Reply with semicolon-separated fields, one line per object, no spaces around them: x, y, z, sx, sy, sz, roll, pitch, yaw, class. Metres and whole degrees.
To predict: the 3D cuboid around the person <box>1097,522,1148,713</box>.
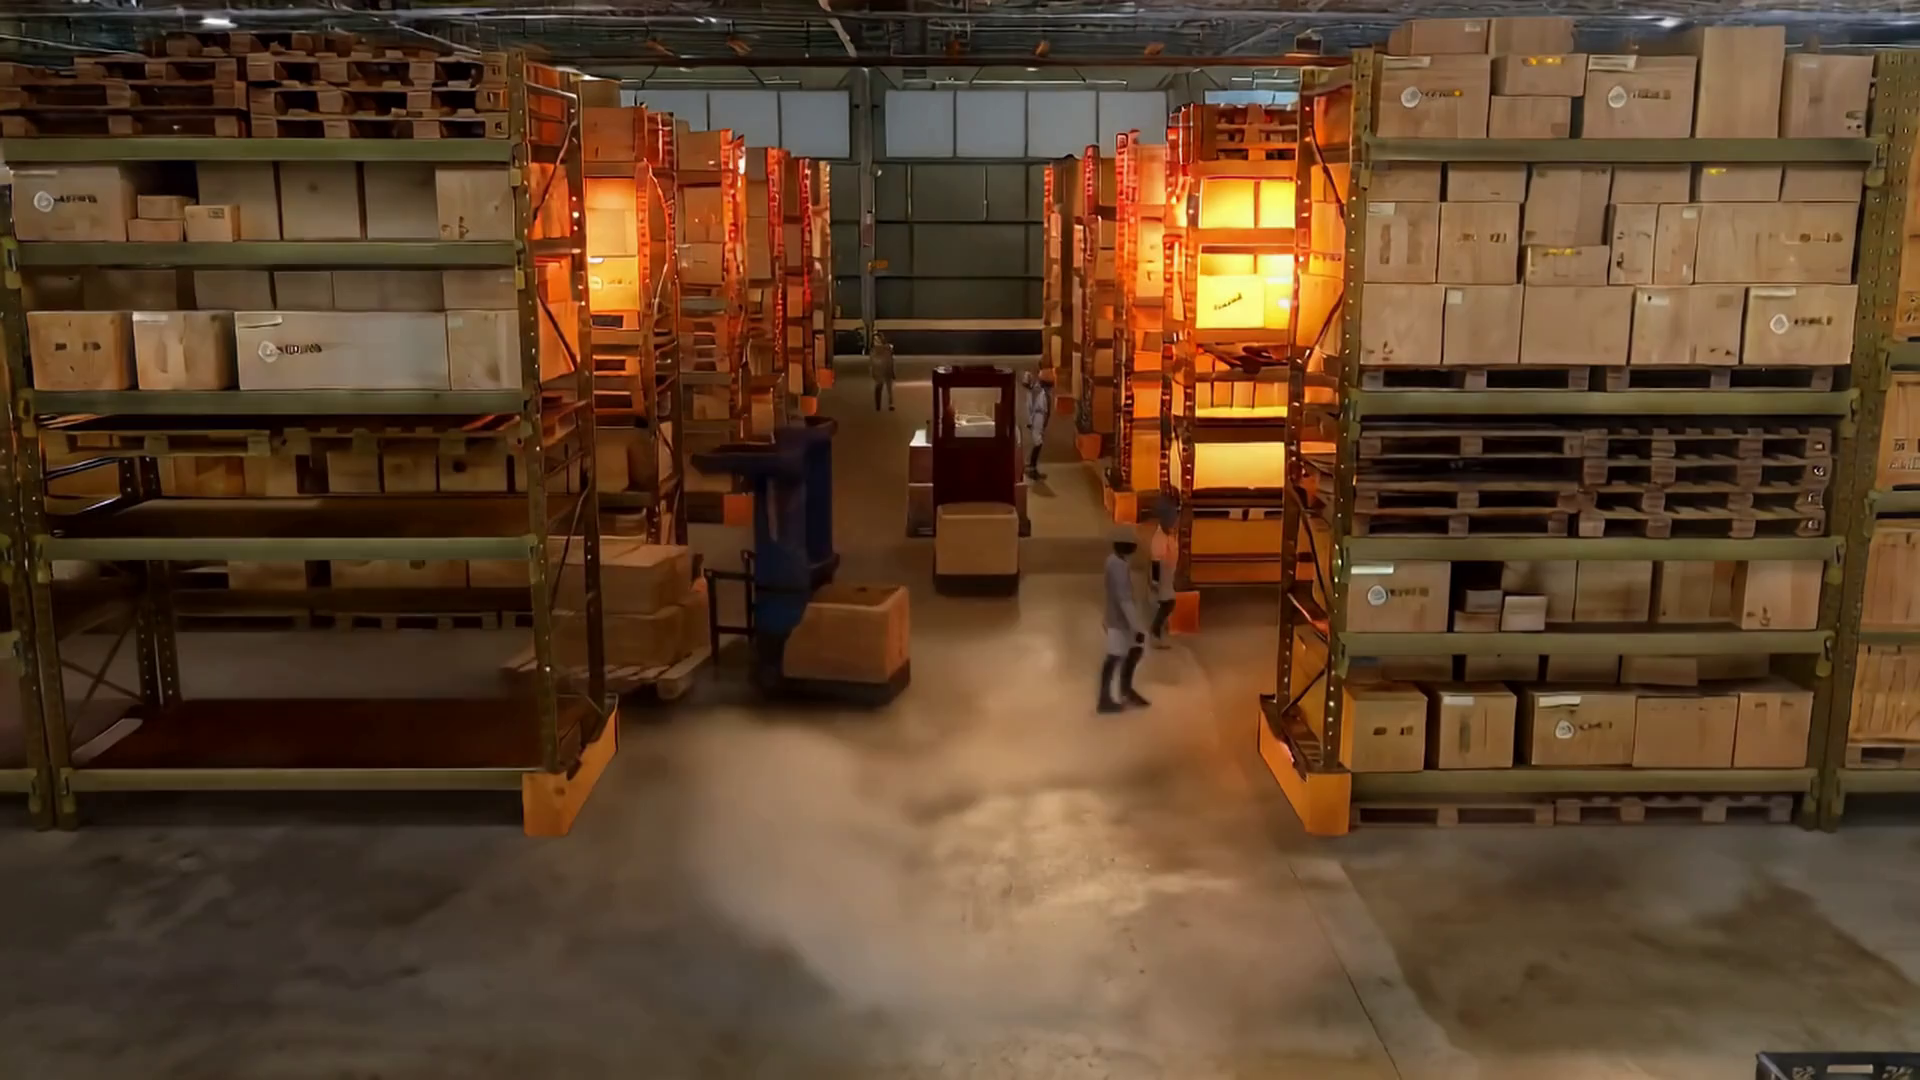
1.646;0.774;16.269;0.672;1.914;0.554;1;11;4;person

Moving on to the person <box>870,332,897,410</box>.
-1.849;-4.120;40.545;0.639;1.908;0.409;2;12;12;person

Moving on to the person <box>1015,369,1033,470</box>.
1.226;-2.289;31.473;0.410;1.907;0.642;-1;11;-5;person

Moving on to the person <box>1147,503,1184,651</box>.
2.308;0.416;18.641;0.407;1.676;0.536;6;13;26;person

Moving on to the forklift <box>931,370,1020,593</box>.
0.197;-0.824;21.782;1.129;2.768;1.873;0;11;-2;forklift

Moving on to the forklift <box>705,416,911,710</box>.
-1.520;0.186;16.780;1.873;2.768;1.129;3;12;14;forklift

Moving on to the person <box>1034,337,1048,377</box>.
2.637;-5.616;48.260;0.918;1.801;0.577;-2;12;-10;person

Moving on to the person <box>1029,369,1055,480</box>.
1.499;-2.099;30.248;0.445;2.030;0.622;1;11;6;person
